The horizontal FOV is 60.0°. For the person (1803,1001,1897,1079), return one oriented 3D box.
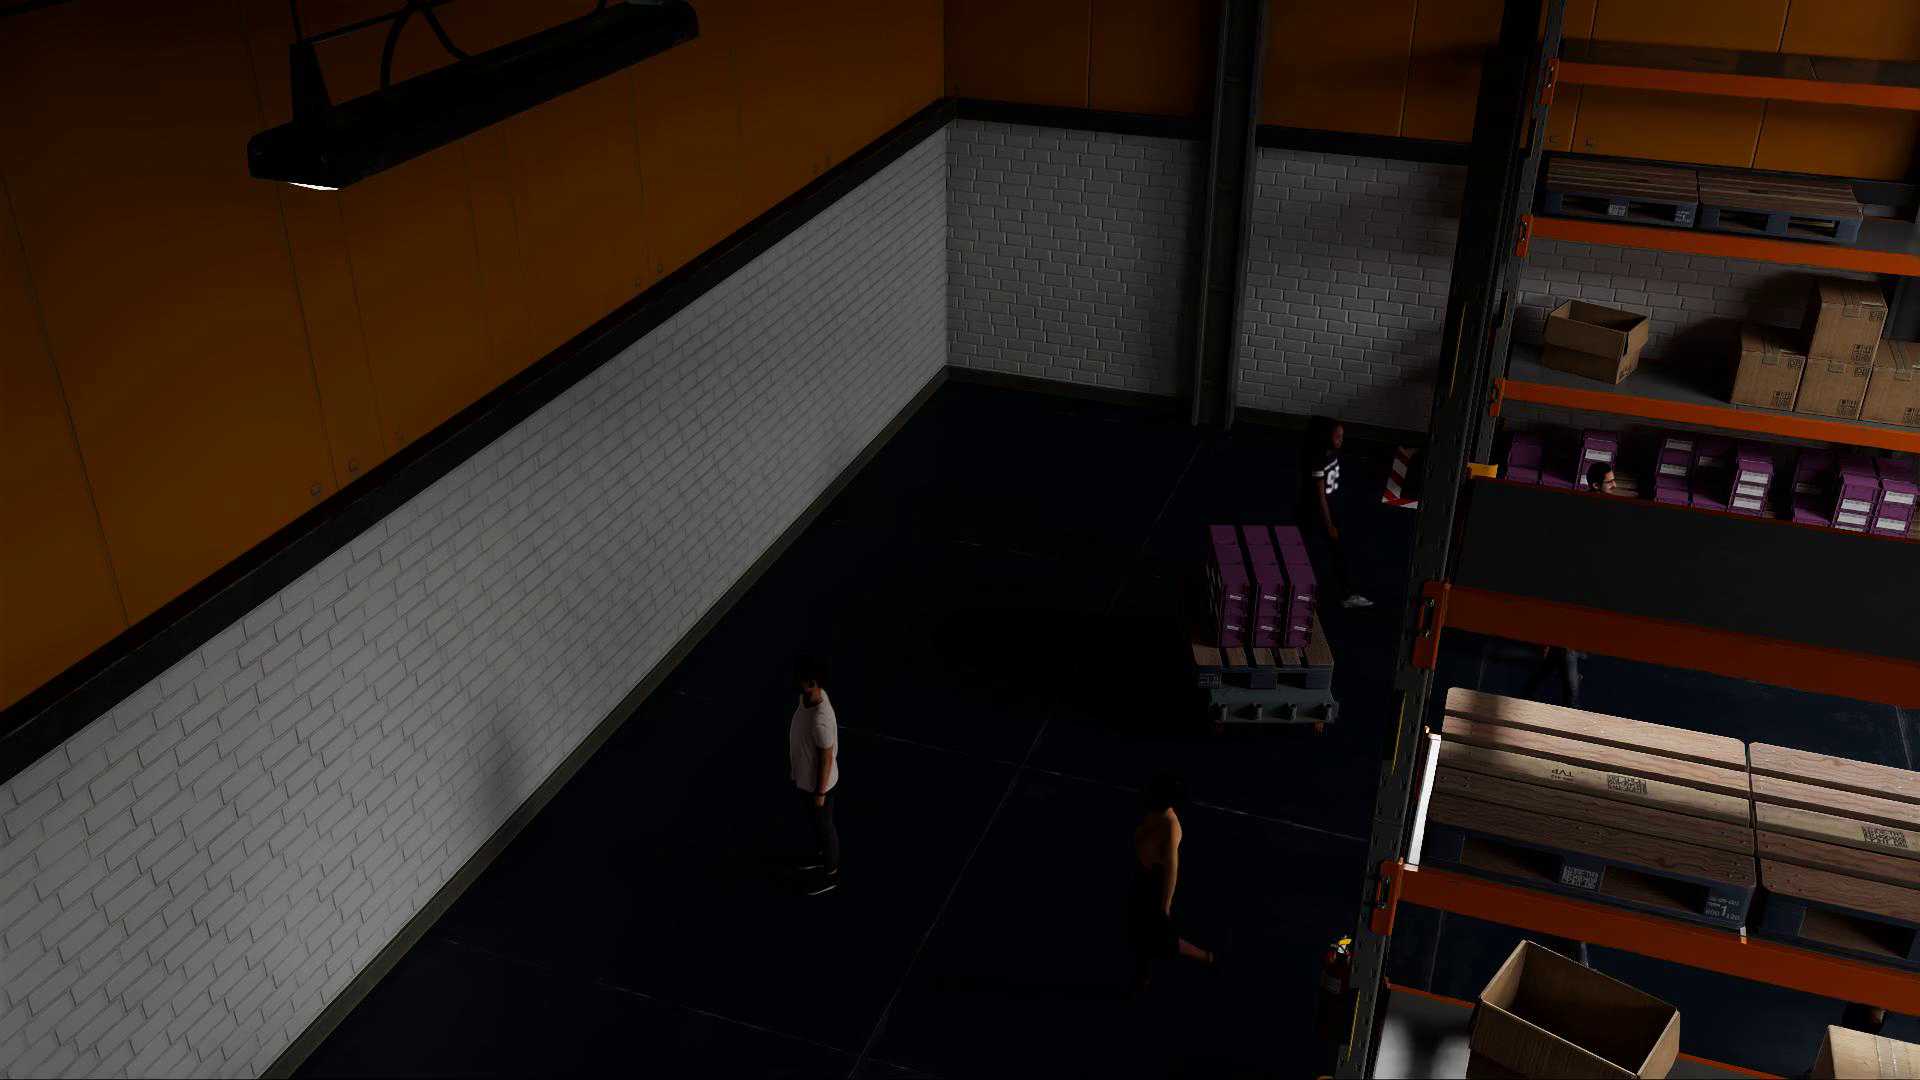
[{"bbox_3d":[5.005,2.438,8.936,0.754,1.452,0.596,7,29,12],"label":"person"}]

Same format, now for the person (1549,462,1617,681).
[{"bbox_3d":[4.758,0.198,12.726,0.554,1.755,0.634,12,31,22],"label":"person"}]

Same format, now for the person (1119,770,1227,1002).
[{"bbox_3d":[1.202,2.006,9.534,0.954,1.637,0.818,-5,29,-9],"label":"person"}]

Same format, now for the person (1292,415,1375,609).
[{"bbox_3d":[2.801,-0.206,13.545,1.262,1.680,0.818,17,33,28],"label":"person"}]

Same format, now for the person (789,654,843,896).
[{"bbox_3d":[-0.904,1.449,10.466,0.728,1.722,0.707,-8,30,-14],"label":"person"}]
